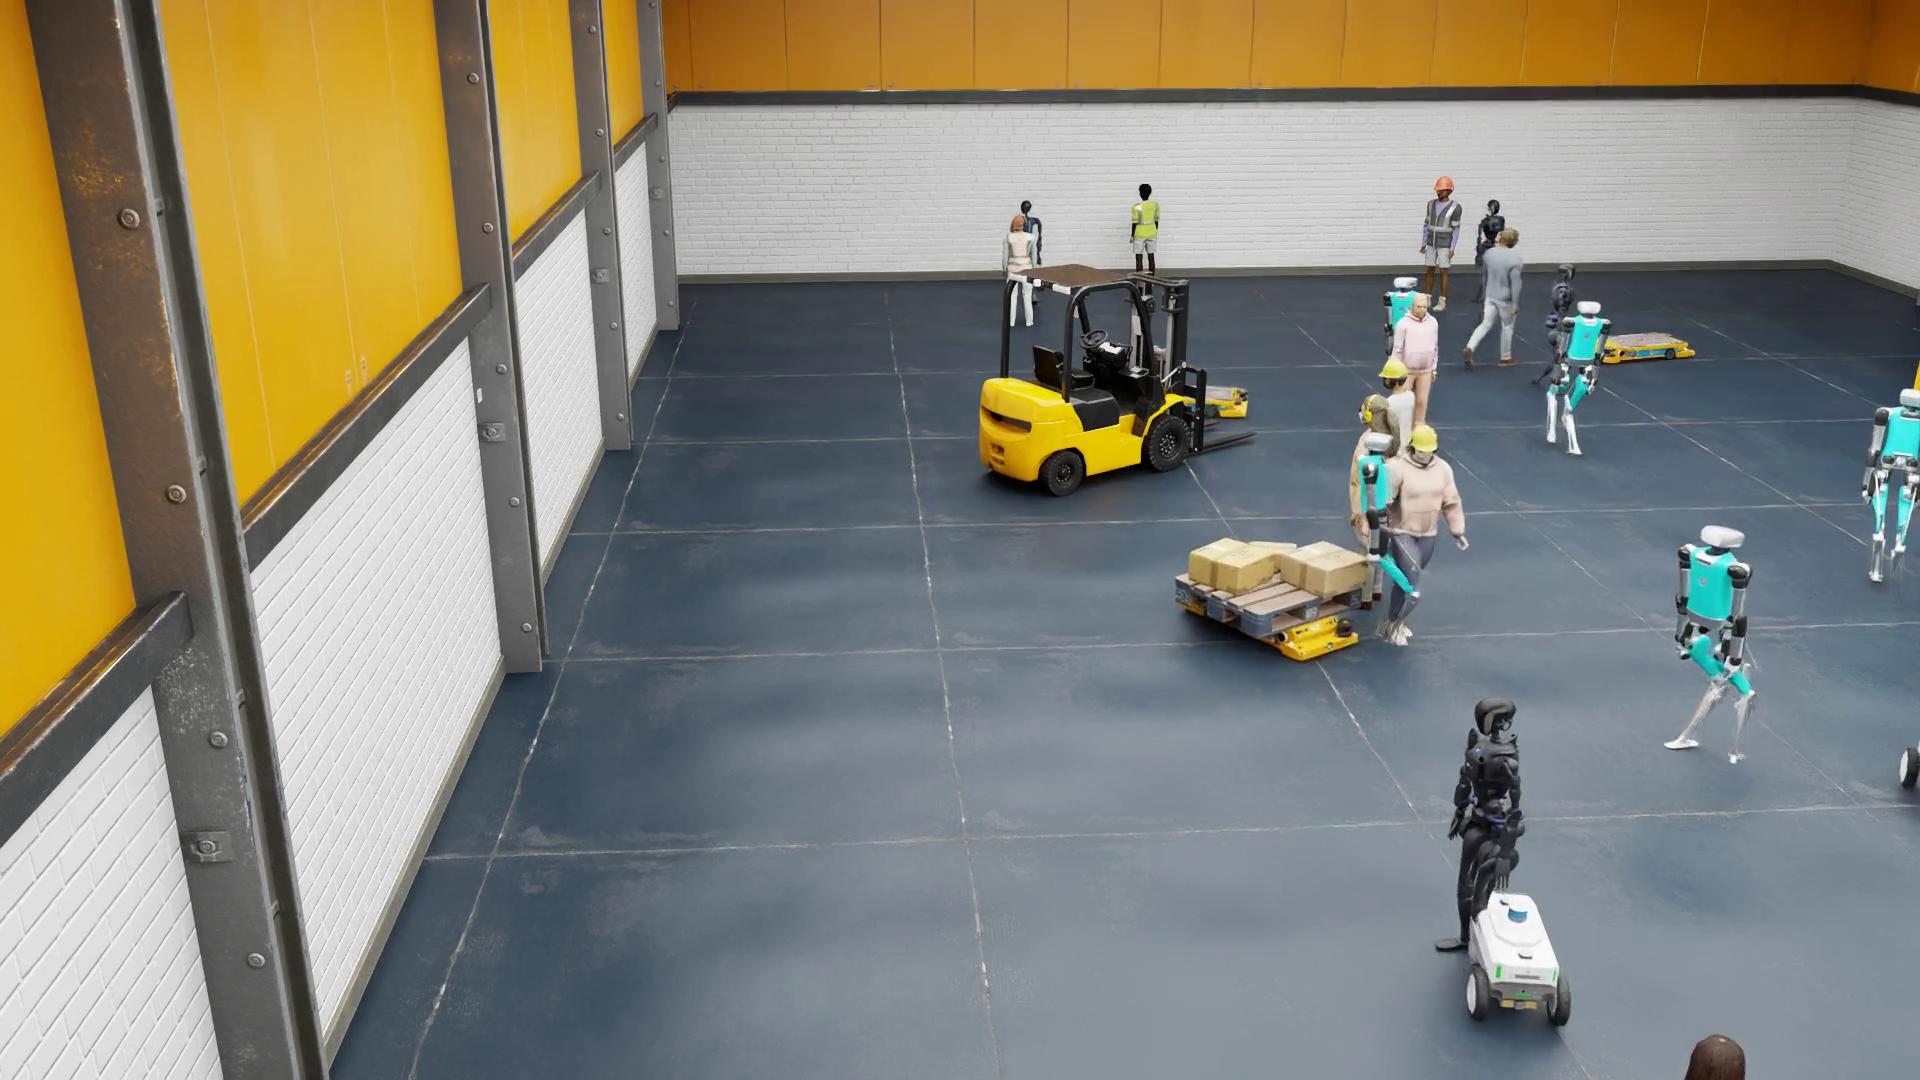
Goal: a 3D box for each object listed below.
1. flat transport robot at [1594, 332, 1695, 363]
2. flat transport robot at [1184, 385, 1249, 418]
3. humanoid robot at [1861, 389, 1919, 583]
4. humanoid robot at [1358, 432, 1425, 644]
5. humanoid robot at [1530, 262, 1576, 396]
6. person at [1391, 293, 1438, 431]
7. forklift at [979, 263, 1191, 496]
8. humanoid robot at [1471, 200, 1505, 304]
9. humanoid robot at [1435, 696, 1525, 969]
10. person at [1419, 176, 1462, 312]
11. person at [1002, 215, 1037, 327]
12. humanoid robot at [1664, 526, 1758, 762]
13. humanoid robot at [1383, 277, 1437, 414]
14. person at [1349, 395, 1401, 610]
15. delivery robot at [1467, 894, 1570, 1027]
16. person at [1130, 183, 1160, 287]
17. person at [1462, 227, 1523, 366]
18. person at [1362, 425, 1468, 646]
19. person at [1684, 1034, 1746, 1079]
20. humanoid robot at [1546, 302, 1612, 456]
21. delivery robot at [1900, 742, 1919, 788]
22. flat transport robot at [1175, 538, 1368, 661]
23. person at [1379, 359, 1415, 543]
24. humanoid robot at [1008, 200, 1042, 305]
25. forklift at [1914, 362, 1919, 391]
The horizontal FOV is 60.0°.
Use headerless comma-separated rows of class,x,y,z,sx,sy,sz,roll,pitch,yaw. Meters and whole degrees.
flat transport robot,9.260,-2.628,22.787,1.431,0.231,0.659,-6,21,-16
flat transport robot,2.775,-1.698,20.253,1.431,0.231,0.659,4,21,11
humanoid robot,8.202,-0.359,14.567,0.542,1.836,0.748,8,22,21
humanoid robot,3.546,0.020,13.452,0.752,1.784,0.533,6,21,16
humanoid robot,7.499,-2.668,20.890,0.503,1.641,0.603,8,22,21
person,5.063,-1.892,18.601,0.537,1.775,0.409,-3,20,-9
forklift,1.315,-1.764,17.646,2.313,2.155,1.214,-14,24,-33
humanoid robot,8.200,-4.432,25.686,0.591,1.635,0.627,-11,23,-28
humanoid robot,2.922,1.619,9.196,0.332,1.663,0.608,-4,21,-12
person,7.294,-4.510,25.346,0.373,2.044,0.606,-17,26,-38
person,0.873,-3.933,24.353,0.512,1.637,0.311,1,20,1
humanoid robot,5.315,0.724,11.562,0.789,1.803,0.533,-11,23,-27
humanoid robot,5.367,-2.268,19.727,0.584,1.784,0.887,17,26,38
person,3.508,-0.319,14.168,0.390,1.875,0.566,14,24,33
delivery robot,3.012,2.264,9.060,0.499,0.606,0.810,2,20,6
person,2.993,-4.931,26.989,0.531,1.695,0.319,-9,22,-23
person,7.105,-3.189,21.956,0.892,1.898,0.647,-14,24,-33
person,3.678,-0.043,13.465,0.762,1.839,0.605,-6,21,-16
person,2.715,2.650,6.242,0.470,1.764,0.365,12,23,29
humanoid robot,6.773,-1.816,18.465,0.545,1.775,0.892,0,20,0
delivery robot,6.580,1.536,11.014,0.499,0.586,0.772,8,21,20
flat transport robot,2.566,0.629,13.913,0.659,0.231,1.431,-13,24,-32
person,4.097,-0.850,15.796,0.535,1.756,0.371,-18,27,-40
humanoid robot,1.002,-4.398,25.583,0.601,1.638,0.443,-8,22,-20
forklift,12.602,-2.435,19.475,2.313,2.155,1.214,-1,20,-4
